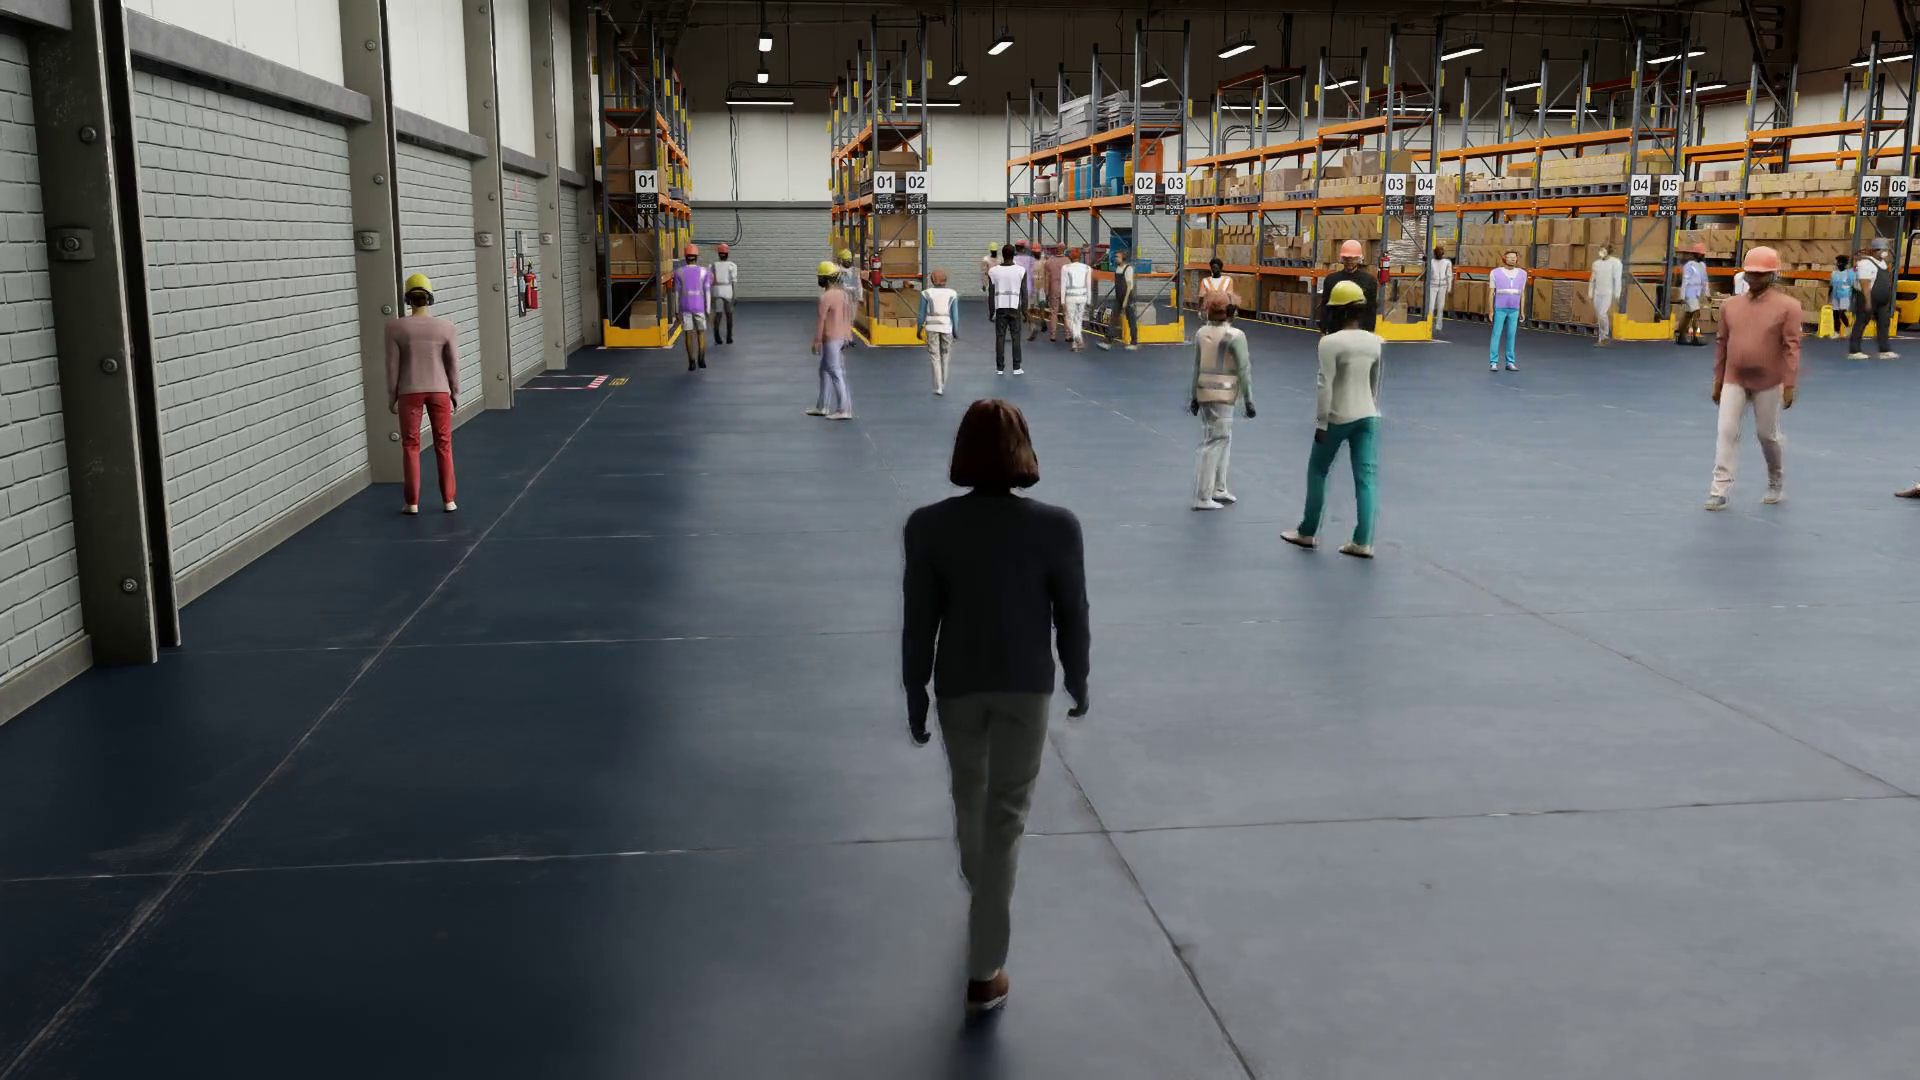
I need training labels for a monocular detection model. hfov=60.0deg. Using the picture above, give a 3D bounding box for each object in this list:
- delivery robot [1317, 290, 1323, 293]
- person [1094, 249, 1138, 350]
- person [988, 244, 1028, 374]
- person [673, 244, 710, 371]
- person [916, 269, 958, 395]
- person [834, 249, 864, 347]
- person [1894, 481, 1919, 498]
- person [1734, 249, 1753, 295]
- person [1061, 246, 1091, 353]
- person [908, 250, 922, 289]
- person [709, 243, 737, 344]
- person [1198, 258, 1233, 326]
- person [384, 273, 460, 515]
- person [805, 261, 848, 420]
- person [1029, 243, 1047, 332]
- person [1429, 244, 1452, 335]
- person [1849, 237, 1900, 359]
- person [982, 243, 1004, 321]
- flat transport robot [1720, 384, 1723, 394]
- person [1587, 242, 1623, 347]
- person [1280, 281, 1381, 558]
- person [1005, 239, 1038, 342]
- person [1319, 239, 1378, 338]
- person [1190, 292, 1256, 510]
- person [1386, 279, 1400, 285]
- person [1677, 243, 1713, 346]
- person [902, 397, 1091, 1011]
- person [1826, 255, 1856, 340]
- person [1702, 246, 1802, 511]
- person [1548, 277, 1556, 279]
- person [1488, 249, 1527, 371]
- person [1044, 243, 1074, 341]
[{"bbox_3d":[10.879,-7.291,49.381,0.707,0.478,0.477,-1,10,-5],"label":"delivery robot"},{"bbox_3d":[2.832,-4.260,29.582,0.941,1.797,0.539,-7,13,-35],"label":"person"},{"bbox_3d":[0.710,-3.397,24.616,0.608,1.927,0.451,1,10,8],"label":"person"},{"bbox_3d":[-4.077,-3.531,25.296,0.542,1.922,0.422,-2,11,-13],"label":"person"},{"bbox_3d":[-0.314,-2.700,21.601,0.518,1.606,0.801,-3,11,-17],"label":"person"},{"bbox_3d":[-2.118,-4.500,30.913,0.599,1.808,0.769,-8,13,-37],"label":"person"},{"bbox_3d":[7.513,-1.202,12.625,0.497,1.917,0.669,6,12,31],"label":"person"},{"bbox_3d":[10.503,-2.940,22.180,0.509,1.872,0.328,-6,12,-32],"label":"person"},{"bbox_3d":[2.039,-4.178,28.992,0.576,1.865,0.660,-3,11,-17],"label":"person"},{"bbox_3d":[-1.277,-7.441,46.443,0.631,2.011,0.922,-7,13,-35],"label":"person"},{"bbox_3d":[-4.475,-4.636,31.376,0.548,1.915,0.831,1,10,3],"label":"person"},{"bbox_3d":[4.061,-3.634,26.494,0.552,1.671,0.684,3,11,14],"label":"person"},{"bbox_3d":[-3.936,-1.065,12.212,0.522,1.763,0.334,-5,11,-25],"label":"person"},{"bbox_3d":[-1.540,-2.211,18.501,0.711,1.741,0.547,4,11,19],"label":"person"},{"bbox_3d":[1.652,-5.426,35.776,0.574,1.880,1.002,-2,10,-8],"label":"person"},{"bbox_3d":[9.887,-5.187,34.463,0.581,1.884,0.343,0,10,-2],"label":"person"},{"bbox_3d":[15.135,-3.972,27.371,0.711,2.000,0.854,-7,12,-34],"label":"person"},{"bbox_3d":[0.834,-6.272,40.435,0.605,1.881,0.982,-3,11,-17],"label":"person"},{"bbox_3d":[10.102,-1.988,21.349,0.652,0.197,1.431,6,12,29],"label":"flat transport robot"},{"bbox_3d":[11.761,-4.479,30.472,0.509,1.921,0.659,-5,11,-25],"label":"person"},{"bbox_3d":[2.398,-0.782,10.678,0.548,1.737,0.763,-6,12,-28],"label":"person"},{"bbox_3d":[1.192,-4.802,32.056,0.674,1.992,0.713,-4,11,-21],"label":"person"},{"bbox_3d":[4.221,-2.266,18.139,0.608,1.996,0.376,4,11,19],"label":"person"},{"bbox_3d":[1.990,-1.030,12.404,0.637,1.617,0.513,-5,12,-27],"label":"person"},{"bbox_3d":[12.703,-7.692,48.418,0.654,1.815,0.826,-3,11,-14],"label":"person"},{"bbox_3d":[13.738,-4.547,30.913,0.546,1.902,0.810,-8,13,-37],"label":"person"},{"bbox_3d":[0.104,0.409,4.572,0.496,1.590,0.866,3,11,16],"label":"person"},{"bbox_3d":[17.316,-4.760,32.674,0.371,1.674,0.588,-5,11,-24],"label":"person"},{"bbox_3d":[5.959,-1.214,12.472,0.631,1.964,0.903,10,14,44],"label":"person"},{"bbox_3d":[18.239,-8.292,51.421,0.651,1.907,0.595,1,10,8],"label":"person"},{"bbox_3d":[8.276,-3.480,25.197,0.565,1.849,0.388,-1,10,-5],"label":"person"},{"bbox_3d":[1.962,-4.811,32.333,0.639,1.910,0.407,3,11,14],"label":"person"}]
